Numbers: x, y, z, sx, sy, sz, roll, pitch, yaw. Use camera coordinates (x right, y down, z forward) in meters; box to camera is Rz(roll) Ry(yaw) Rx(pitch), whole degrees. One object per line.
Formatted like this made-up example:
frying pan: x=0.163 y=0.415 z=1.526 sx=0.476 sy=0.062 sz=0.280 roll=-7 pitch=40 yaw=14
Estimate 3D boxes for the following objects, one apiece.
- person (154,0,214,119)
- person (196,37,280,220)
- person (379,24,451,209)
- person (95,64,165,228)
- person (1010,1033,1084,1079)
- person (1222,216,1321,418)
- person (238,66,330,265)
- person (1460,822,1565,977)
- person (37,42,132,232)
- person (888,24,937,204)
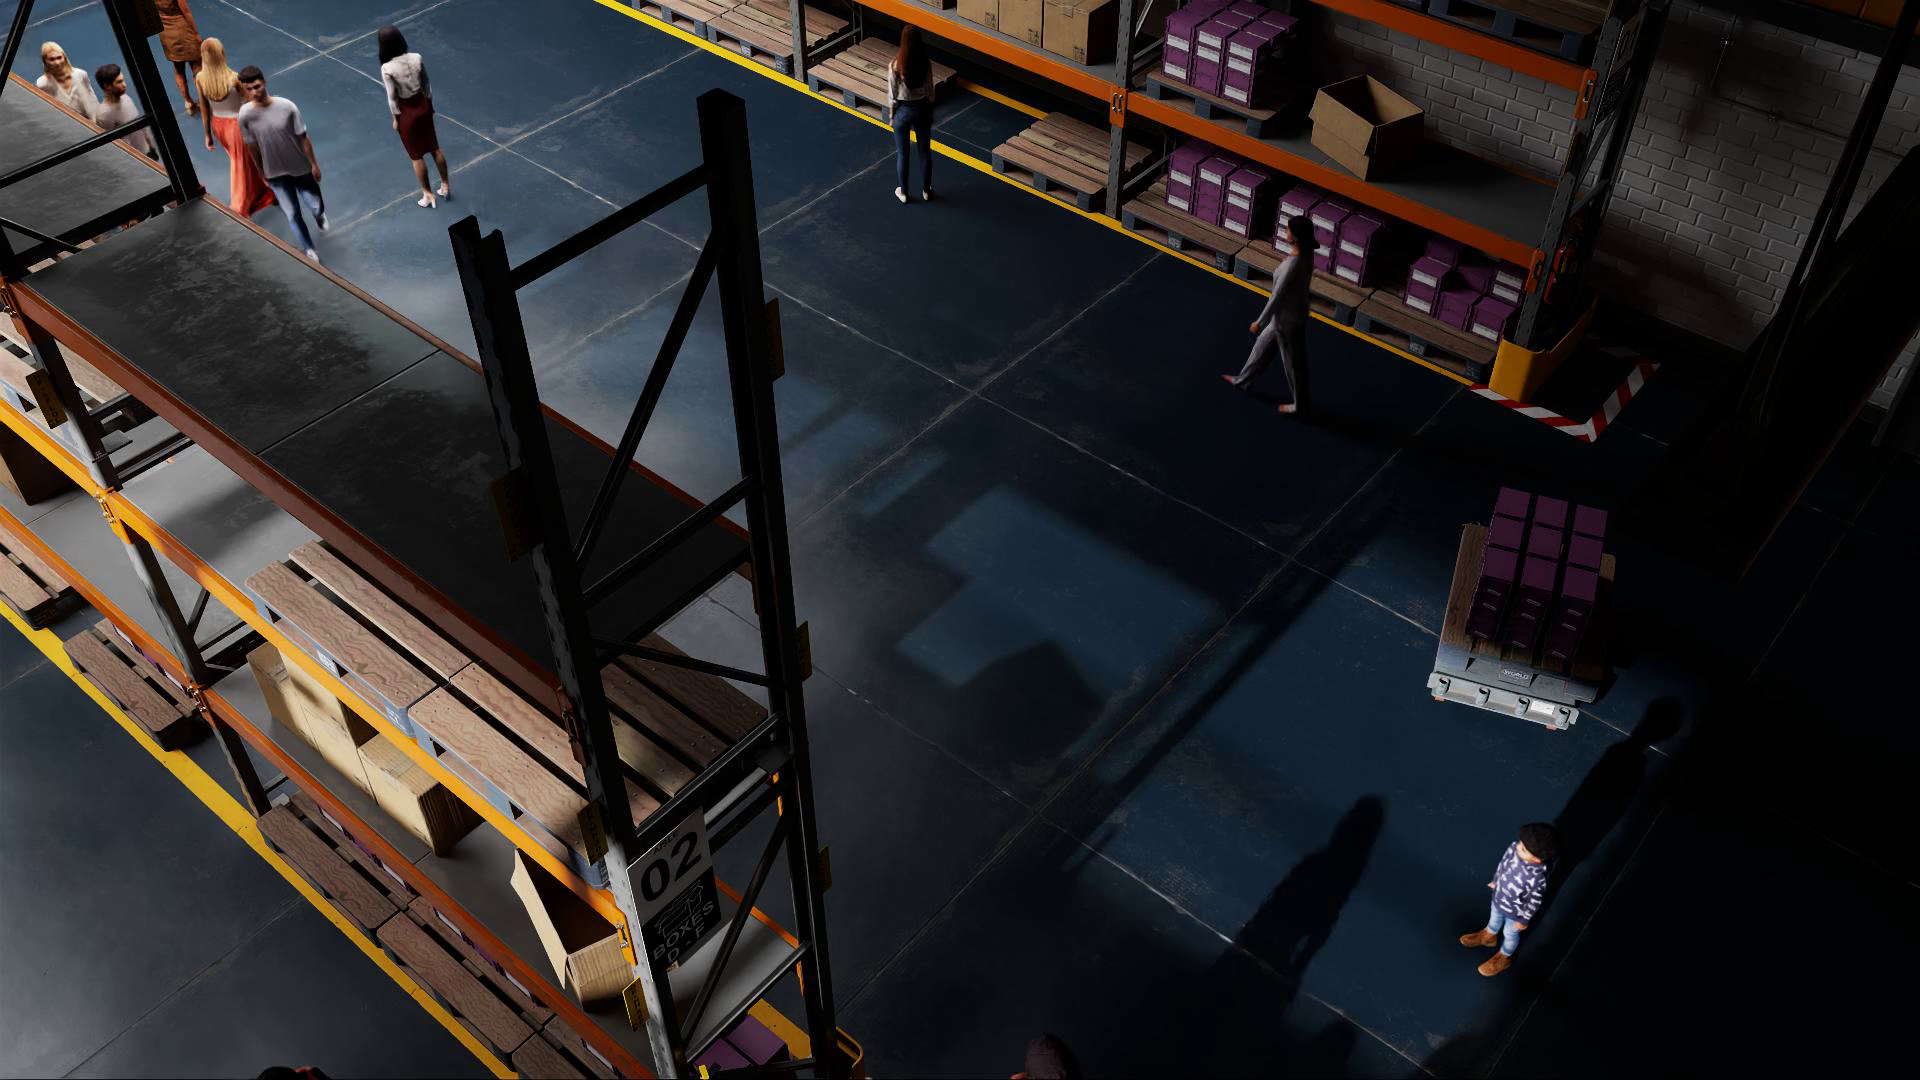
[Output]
person: x=-7.623 y=-4.927 z=16.214 sx=0.584 sy=1.686 sz=0.694 roll=10 pitch=44 yaw=10
person: x=-6.427 y=-3.471 z=14.641 sx=1.314 sy=1.748 sz=1.134 roll=8 pitch=44 yaw=9
person: x=-4.929 y=-3.815 z=15.000 sx=0.493 sy=1.750 sz=0.587 roll=29 pitch=51 yaw=27
person: x=-7.276 y=-3.347 z=14.543 sx=0.820 sy=1.703 sz=0.777 roll=6 pitch=44 yaw=6
person: x=0.416 y=2.989 z=7.898 sx=1.131 sy=1.695 sz=1.061 roll=13 pitch=45 yaw=14
person: x=2.614 y=-1.655 z=12.741 sx=1.054 sy=1.741 sz=0.768 roll=17 pitch=46 yaw=17
person: x=-5.798 y=-3.252 z=14.322 sx=0.932 sy=1.870 sz=1.060 roll=-15 pitch=46 yaw=-15
person: x=3.106 y=1.977 z=9.282 sx=0.639 sy=1.253 sz=0.563 roll=-10 pitch=44 yaw=-10
person: x=-7.767 y=-3.577 z=14.694 sx=0.770 sy=1.828 sz=1.188 roll=-29 pitch=51 yaw=-27
person: x=-0.431 y=-3.858 z=15.060 sx=0.656 sy=1.729 sz=0.694 roll=-8 pitch=44 yaw=-8
